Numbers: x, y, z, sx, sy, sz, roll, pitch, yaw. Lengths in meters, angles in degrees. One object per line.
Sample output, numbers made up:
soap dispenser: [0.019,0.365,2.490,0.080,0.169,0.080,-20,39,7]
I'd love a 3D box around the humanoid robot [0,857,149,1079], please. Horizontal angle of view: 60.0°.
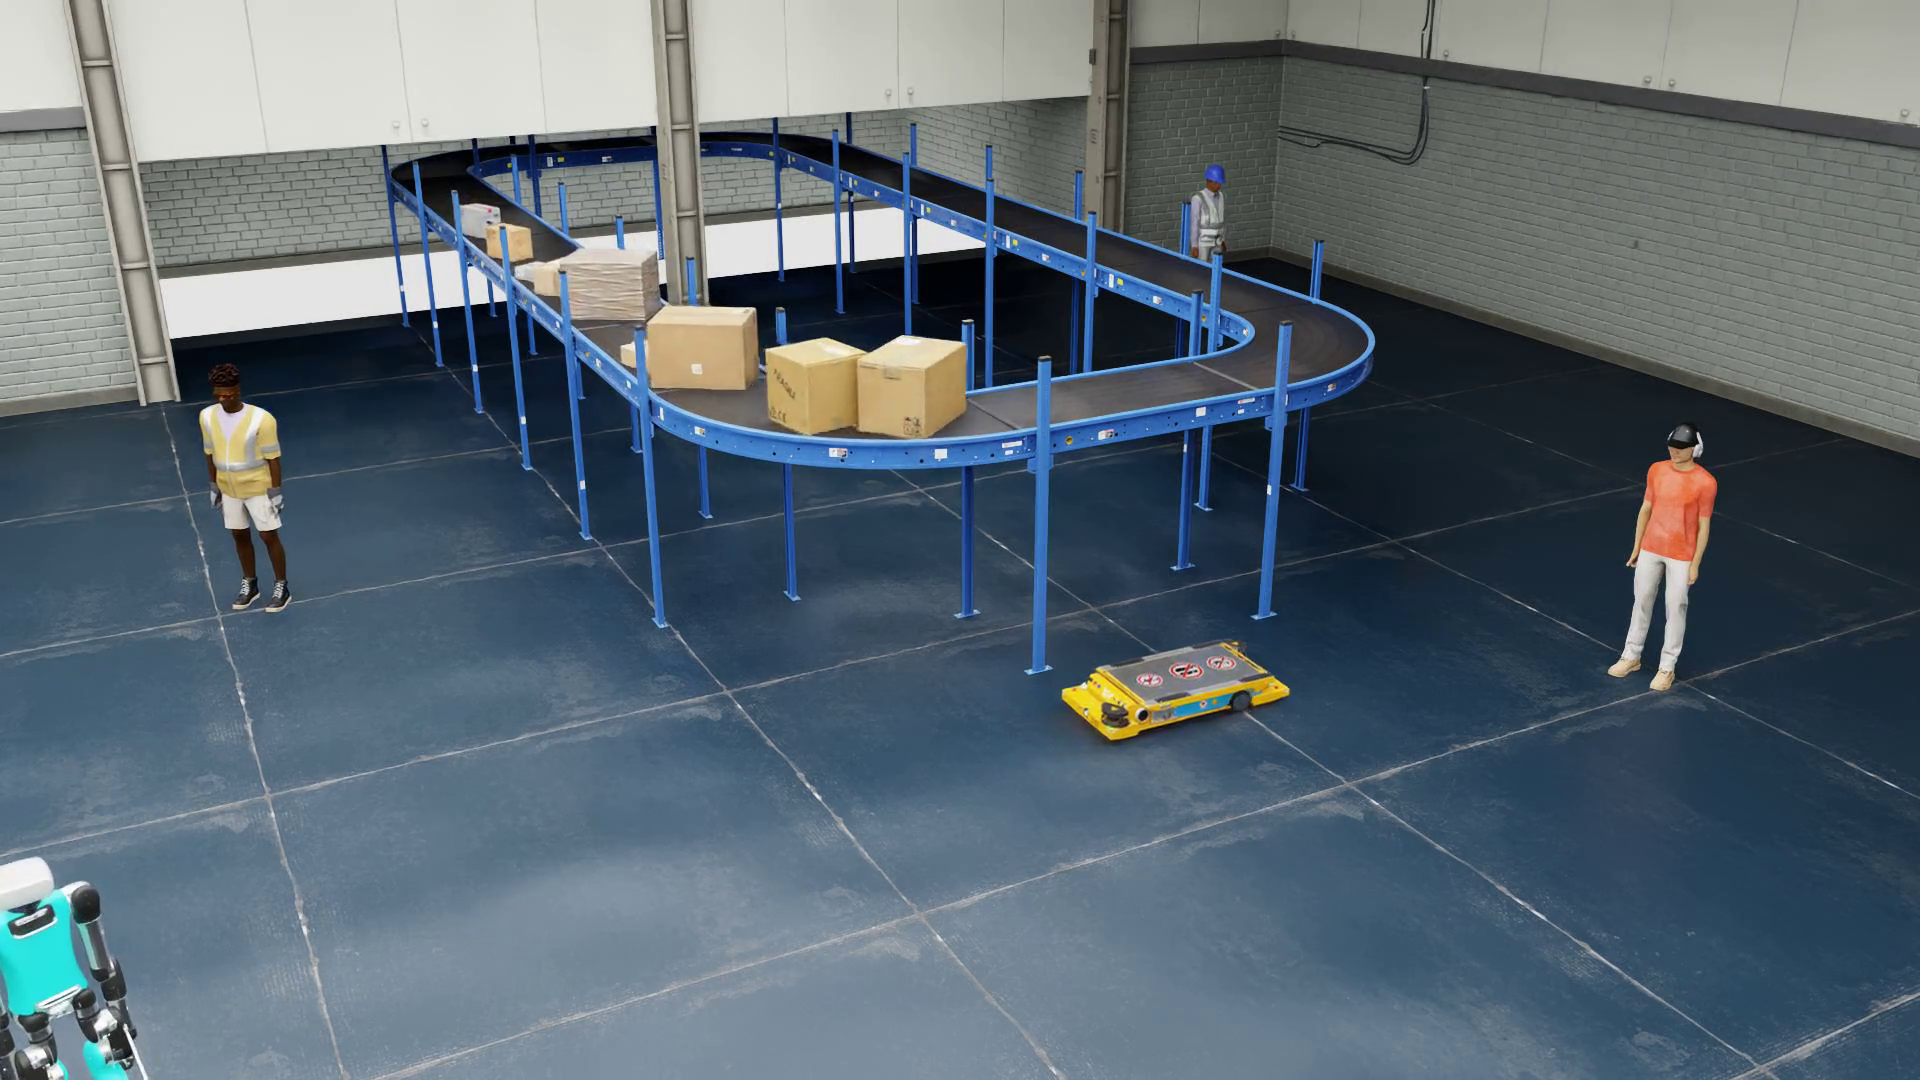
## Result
humanoid robot: [-3.432,2.203,6.604,0.821,1.874,0.547,18,28,38]

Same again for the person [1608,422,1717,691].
person: [4.845,0.107,11.423,0.392,1.911,0.481,-20,30,-41]

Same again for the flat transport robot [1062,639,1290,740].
flat transport robot: [1.479,1.011,11.375,1.431,0.231,0.659,-10,24,-24]

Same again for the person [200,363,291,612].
person: [-5.416,-0.399,12.615,0.602,1.958,0.376,4,22,9]

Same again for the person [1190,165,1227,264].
person: [3.130,-3.752,20.940,0.614,1.933,0.416,-18,28,-37]
